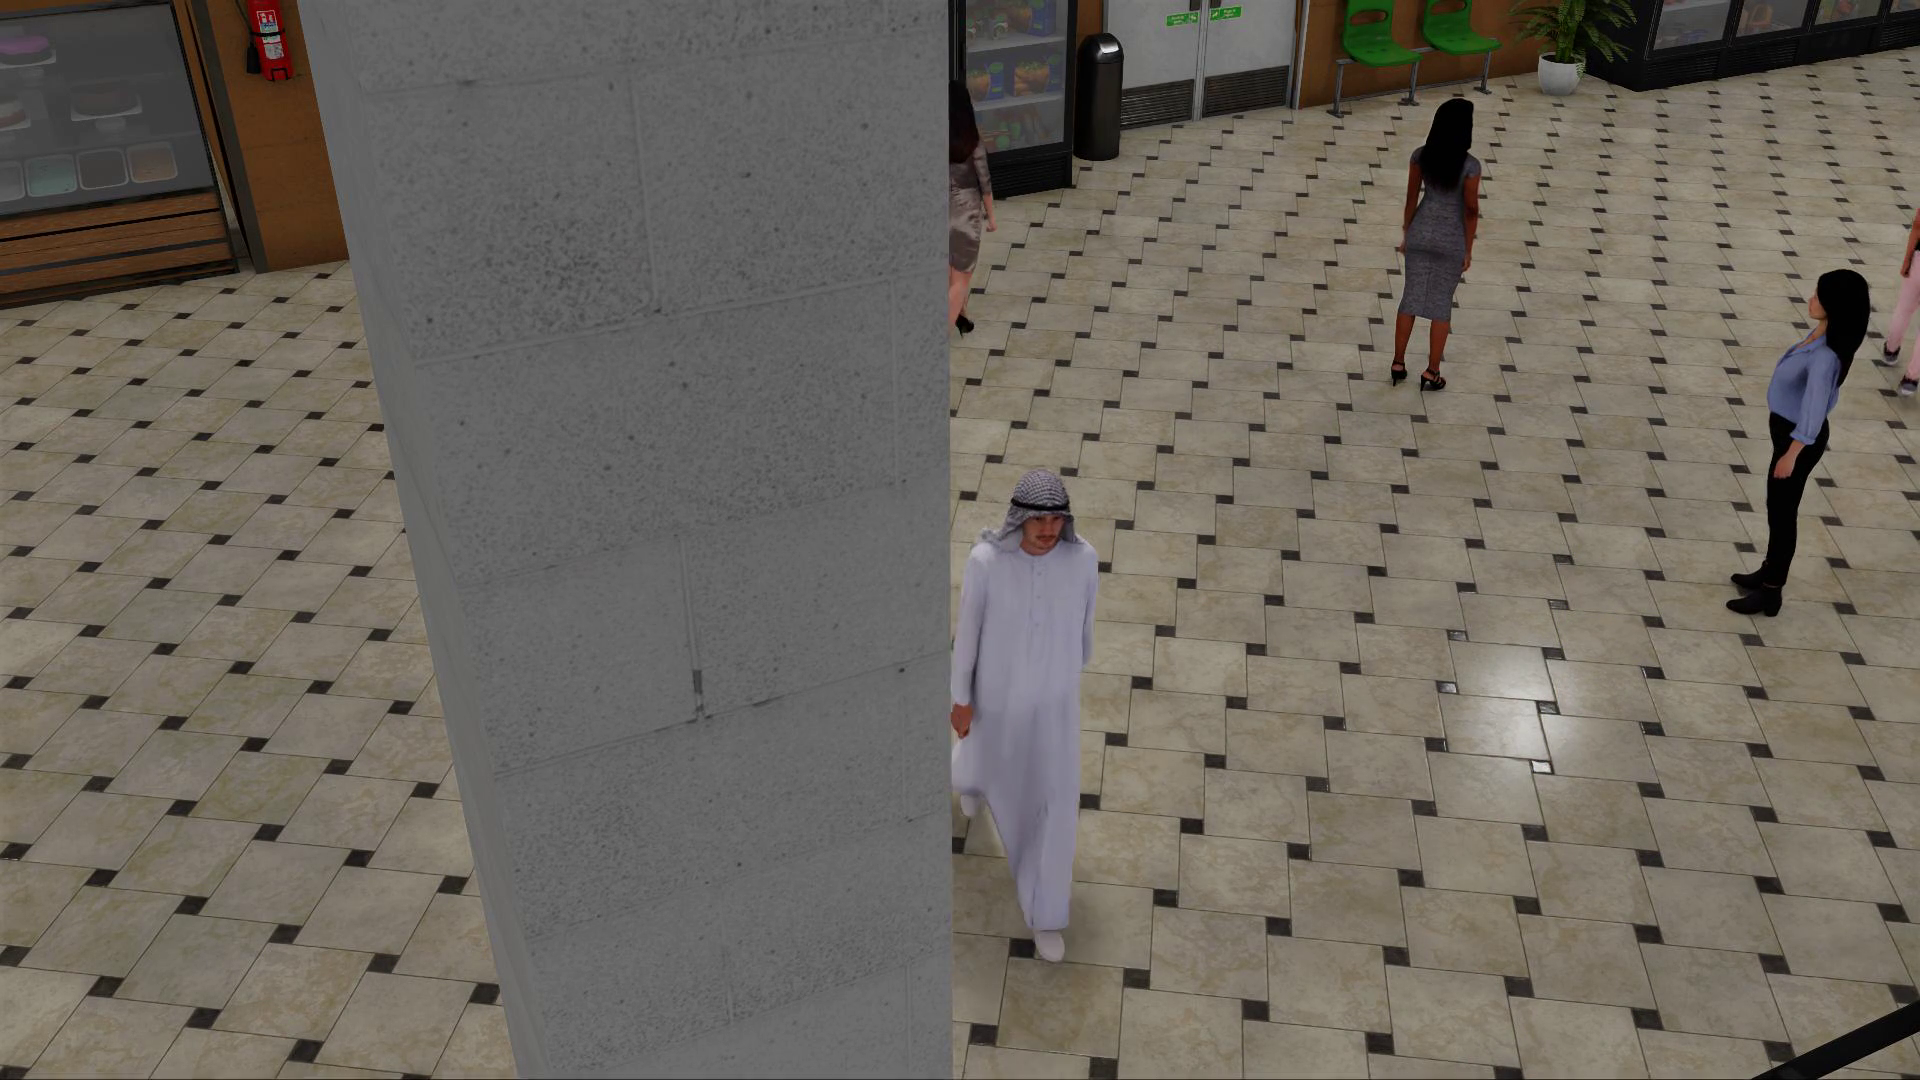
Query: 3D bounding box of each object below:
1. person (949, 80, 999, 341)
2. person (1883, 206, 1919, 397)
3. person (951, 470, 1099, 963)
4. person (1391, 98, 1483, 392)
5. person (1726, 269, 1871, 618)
[{"bbox_3d":[-0.043,-1.869,10.099,1.097,1.709,1.104,14,35,22],"label":"person"},{"bbox_3d":[5.762,-1.579,9.806,1.015,1.527,0.975,16,35,24],"label":"person"},{"bbox_3d":[0.216,0.512,6.126,1.003,1.866,1.418,-3,32,-5],"label":"person"},{"bbox_3d":[2.799,-1.722,9.796,0.612,1.781,0.726,21,37,30],"label":"person"},{"bbox_3d":[3.912,-0.437,7.765,0.759,1.744,0.733,15,35,23],"label":"person"}]
